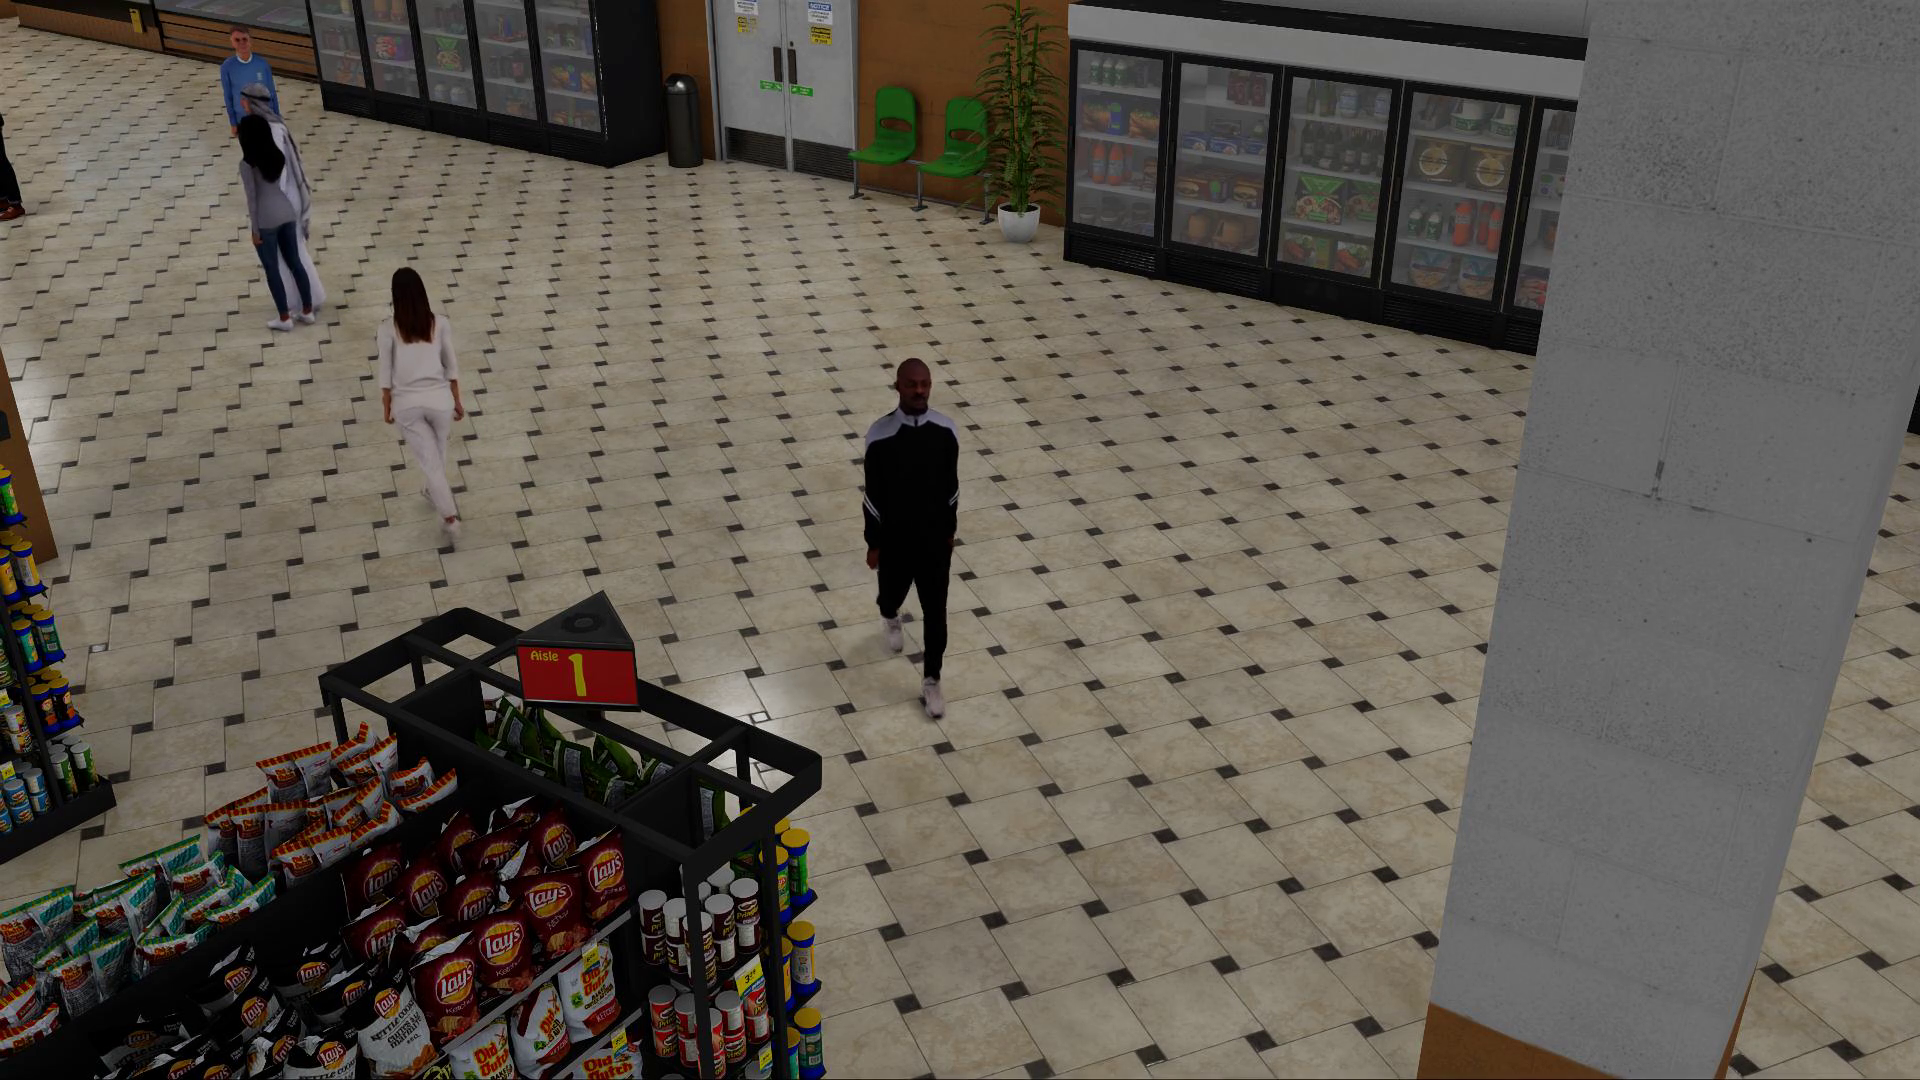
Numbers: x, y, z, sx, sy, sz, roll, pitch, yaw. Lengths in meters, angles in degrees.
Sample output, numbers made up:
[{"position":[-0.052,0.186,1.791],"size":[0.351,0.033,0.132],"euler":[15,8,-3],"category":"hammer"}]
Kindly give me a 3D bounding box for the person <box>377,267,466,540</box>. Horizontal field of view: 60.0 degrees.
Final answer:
[{"position":[-3.225,-0.789,10.056],"size":[1.086,1.648,0.936],"euler":[-16,31,-29],"category":"person"}]

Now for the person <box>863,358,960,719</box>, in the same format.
[{"position":[-0.271,-0.083,8.495],"size":[1.152,1.801,1.207],"euler":[-5,27,-9],"category":"person"}]

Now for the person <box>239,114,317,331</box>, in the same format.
[{"position":[-5.530,-2.568,13.478],"size":[0.686,1.726,0.519],"euler":[14,30,26],"category":"person"}]

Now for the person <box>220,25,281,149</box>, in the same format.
[{"position":[-7.061,-4.231,16.652],"size":[0.653,1.820,0.792],"euler":[-15,31,-28],"category":"person"}]

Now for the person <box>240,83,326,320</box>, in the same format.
[{"position":[-5.560,-2.801,13.726],"size":[0.849,1.918,0.827],"euler":[-14,30,-26],"category":"person"}]
